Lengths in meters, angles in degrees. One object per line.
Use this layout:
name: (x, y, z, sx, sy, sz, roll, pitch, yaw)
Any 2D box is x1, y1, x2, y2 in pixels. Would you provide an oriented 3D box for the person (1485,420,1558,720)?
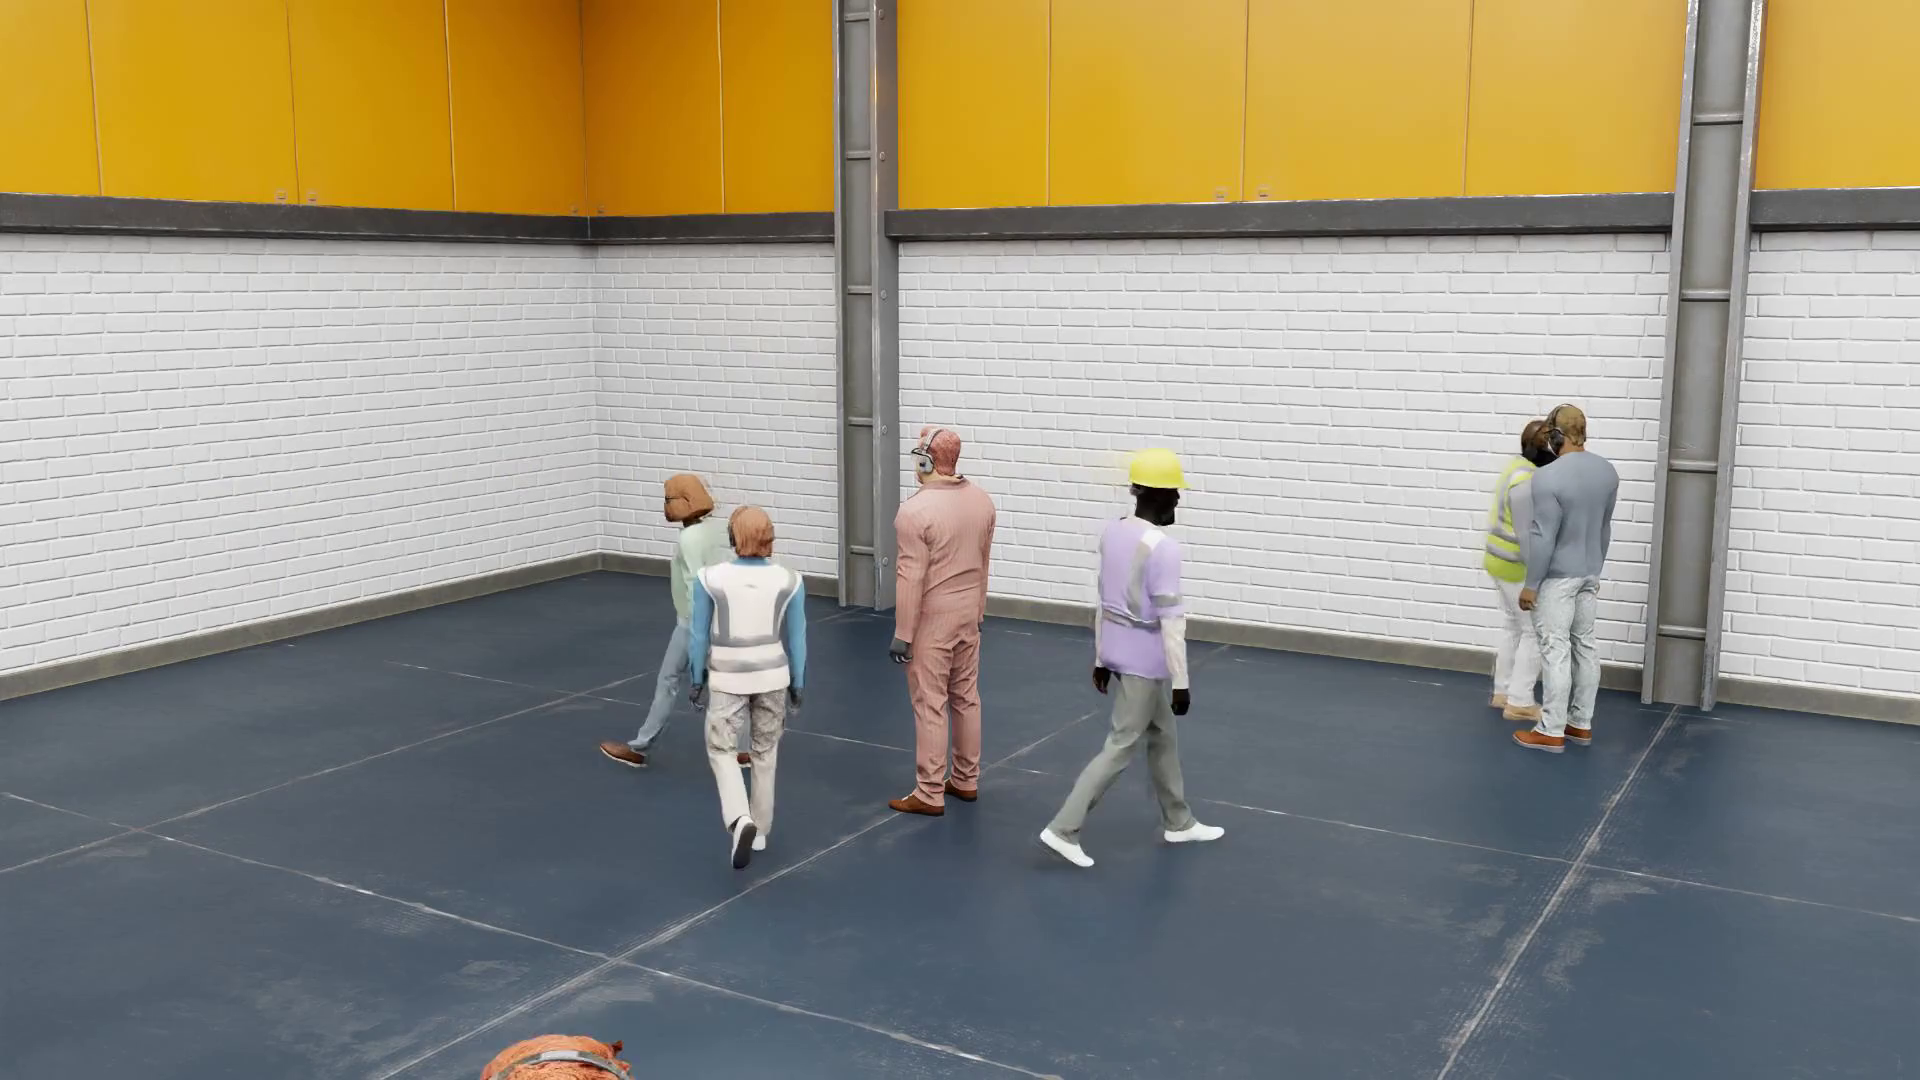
person: (3.329, 0.188, 9.823, 0.438, 1.807, 0.639, 3, 9, 16)

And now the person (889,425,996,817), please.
person: (-0.115, 0.393, 8.176, 0.408, 1.913, 0.641, 7, 12, 38)

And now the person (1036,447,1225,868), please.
person: (0.770, 0.522, 7.463, 0.972, 1.887, 0.605, -3, 10, -21)

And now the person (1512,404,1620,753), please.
person: (3.350, 0.213, 9.230, 0.627, 1.934, 0.371, -6, 11, -32)

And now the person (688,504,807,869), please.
person: (-0.932, 0.656, 7.411, 0.530, 1.622, 0.580, -3, 9, -16)

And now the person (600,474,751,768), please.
person: (-1.481, 0.444, 8.828, 0.852, 1.583, 0.528, 1, 9, 4)

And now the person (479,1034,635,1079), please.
person: (-0.404, 1.422, 1.857, 0.591, 1.864, 0.707, -2, 9, -13)
